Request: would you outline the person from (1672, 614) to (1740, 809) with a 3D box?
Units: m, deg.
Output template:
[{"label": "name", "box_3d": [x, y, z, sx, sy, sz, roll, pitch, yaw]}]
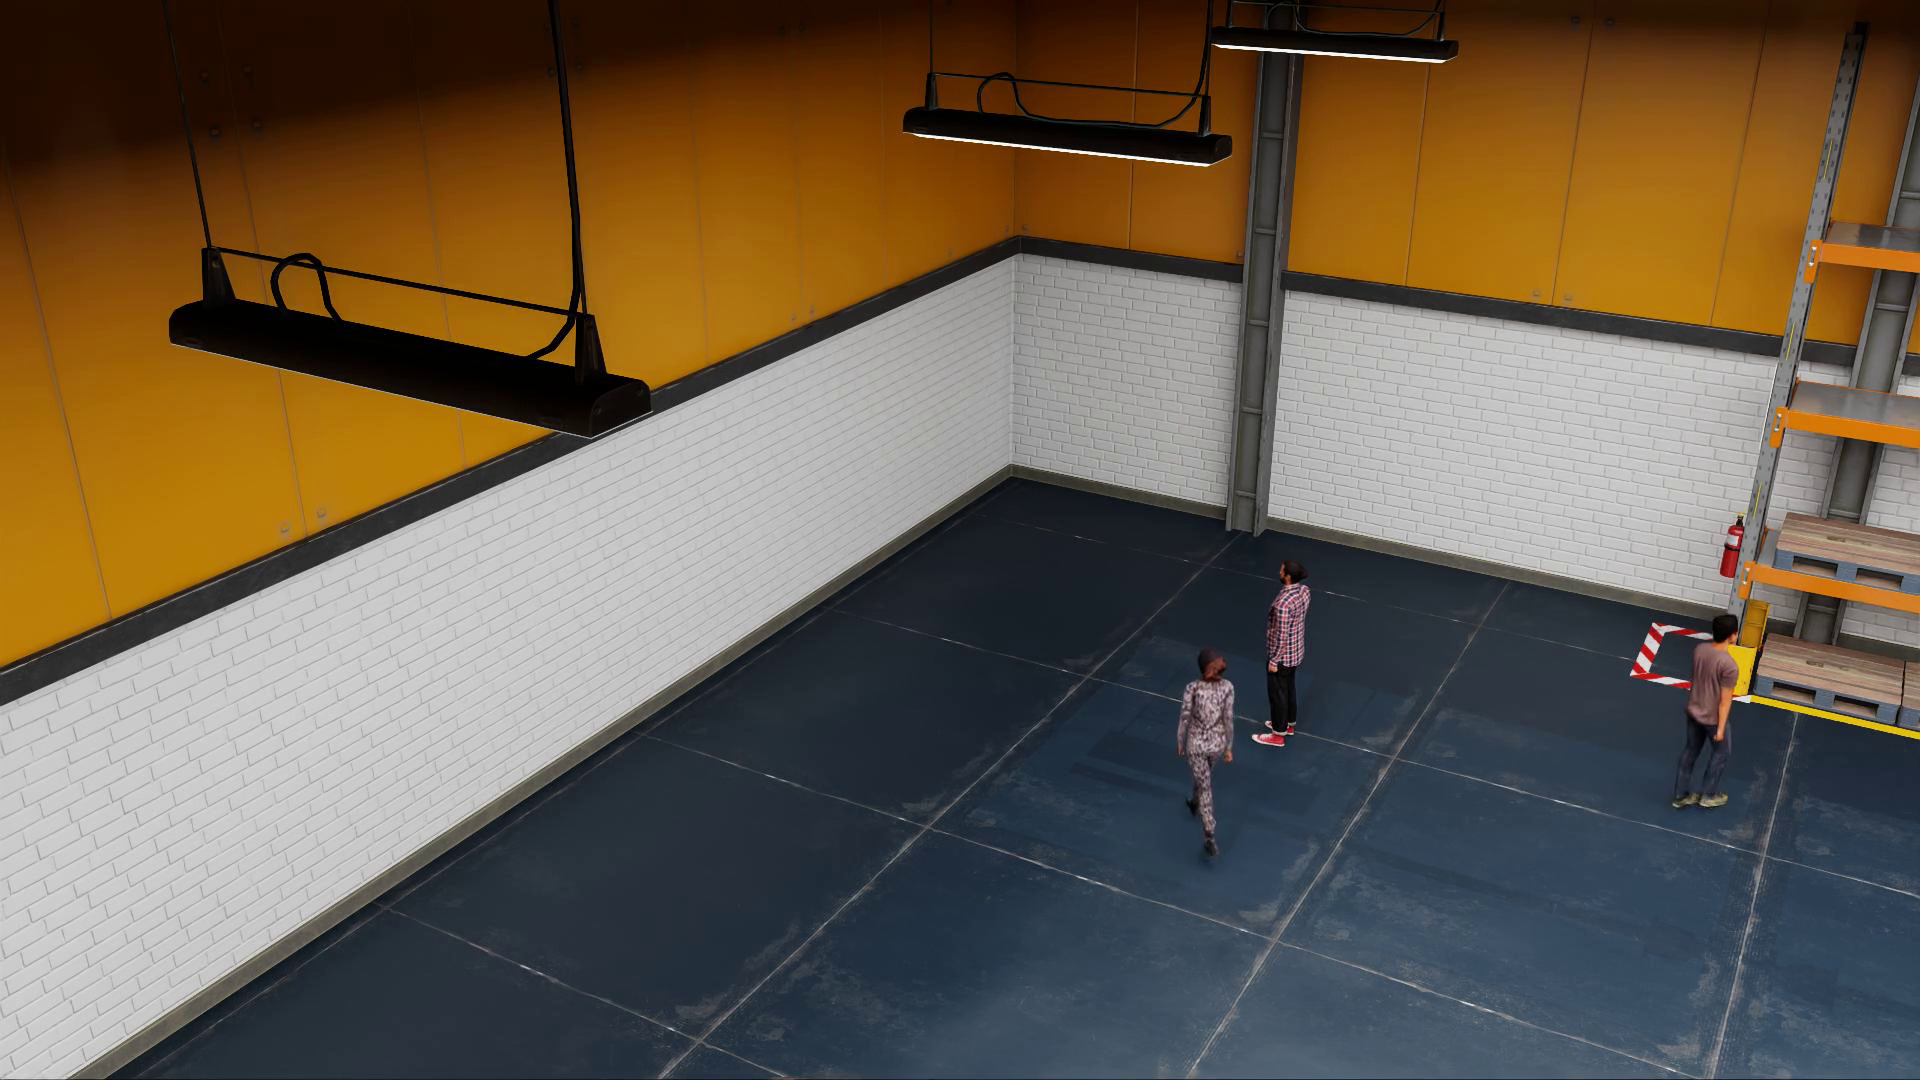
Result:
[{"label": "person", "box_3d": [6.035, 1.429, 13.584, 0.893, 1.763, 0.829, -8, 25, -18]}]

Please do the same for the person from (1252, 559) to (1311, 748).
[{"label": "person", "box_3d": [2.851, 0.973, 14.630, 0.562, 1.761, 0.695, 13, 27, 28]}]

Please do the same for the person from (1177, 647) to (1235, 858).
[{"label": "person", "box_3d": [1.952, 1.690, 13.102, 1.119, 1.671, 1.129, -4, 24, -9]}]
